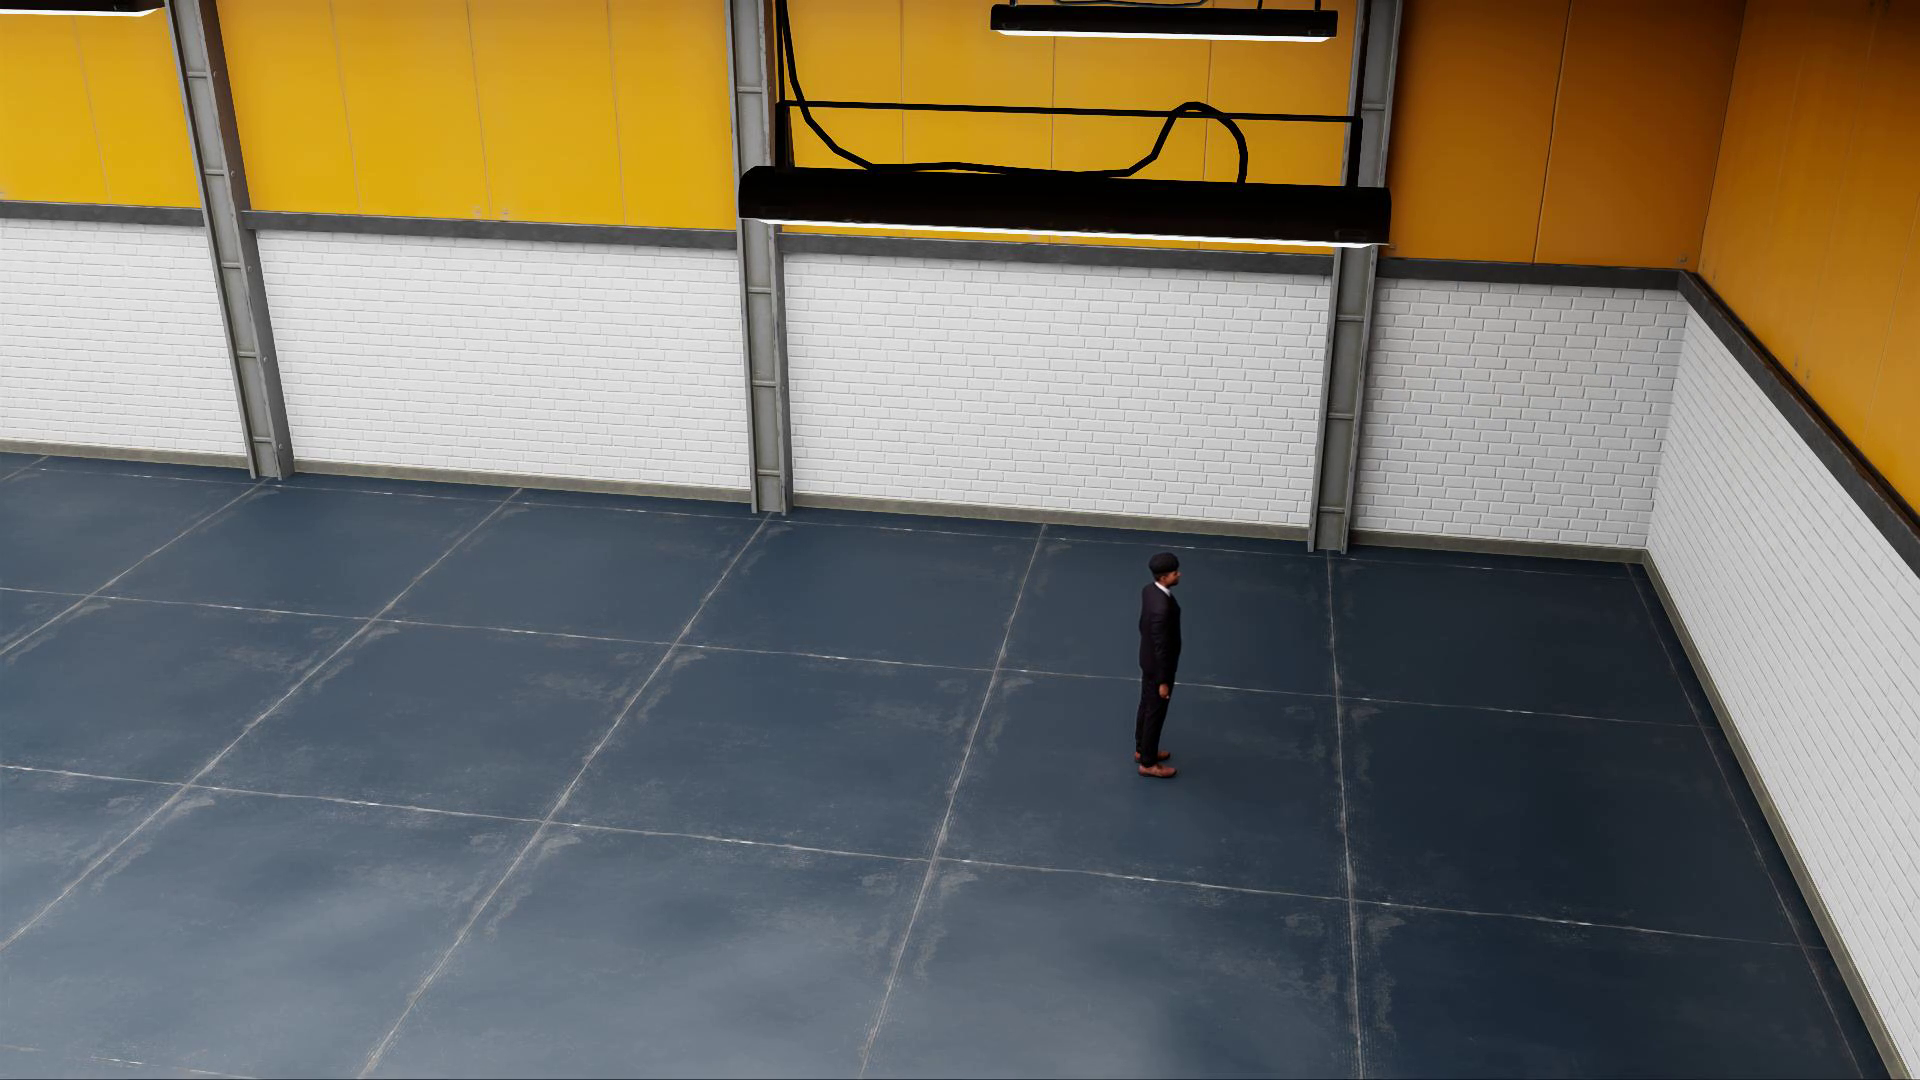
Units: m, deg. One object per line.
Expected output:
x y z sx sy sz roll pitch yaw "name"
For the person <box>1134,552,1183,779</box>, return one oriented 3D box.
1.539 0.956 13.029 0.647 1.882 0.755 -2 24 -4 "person"
